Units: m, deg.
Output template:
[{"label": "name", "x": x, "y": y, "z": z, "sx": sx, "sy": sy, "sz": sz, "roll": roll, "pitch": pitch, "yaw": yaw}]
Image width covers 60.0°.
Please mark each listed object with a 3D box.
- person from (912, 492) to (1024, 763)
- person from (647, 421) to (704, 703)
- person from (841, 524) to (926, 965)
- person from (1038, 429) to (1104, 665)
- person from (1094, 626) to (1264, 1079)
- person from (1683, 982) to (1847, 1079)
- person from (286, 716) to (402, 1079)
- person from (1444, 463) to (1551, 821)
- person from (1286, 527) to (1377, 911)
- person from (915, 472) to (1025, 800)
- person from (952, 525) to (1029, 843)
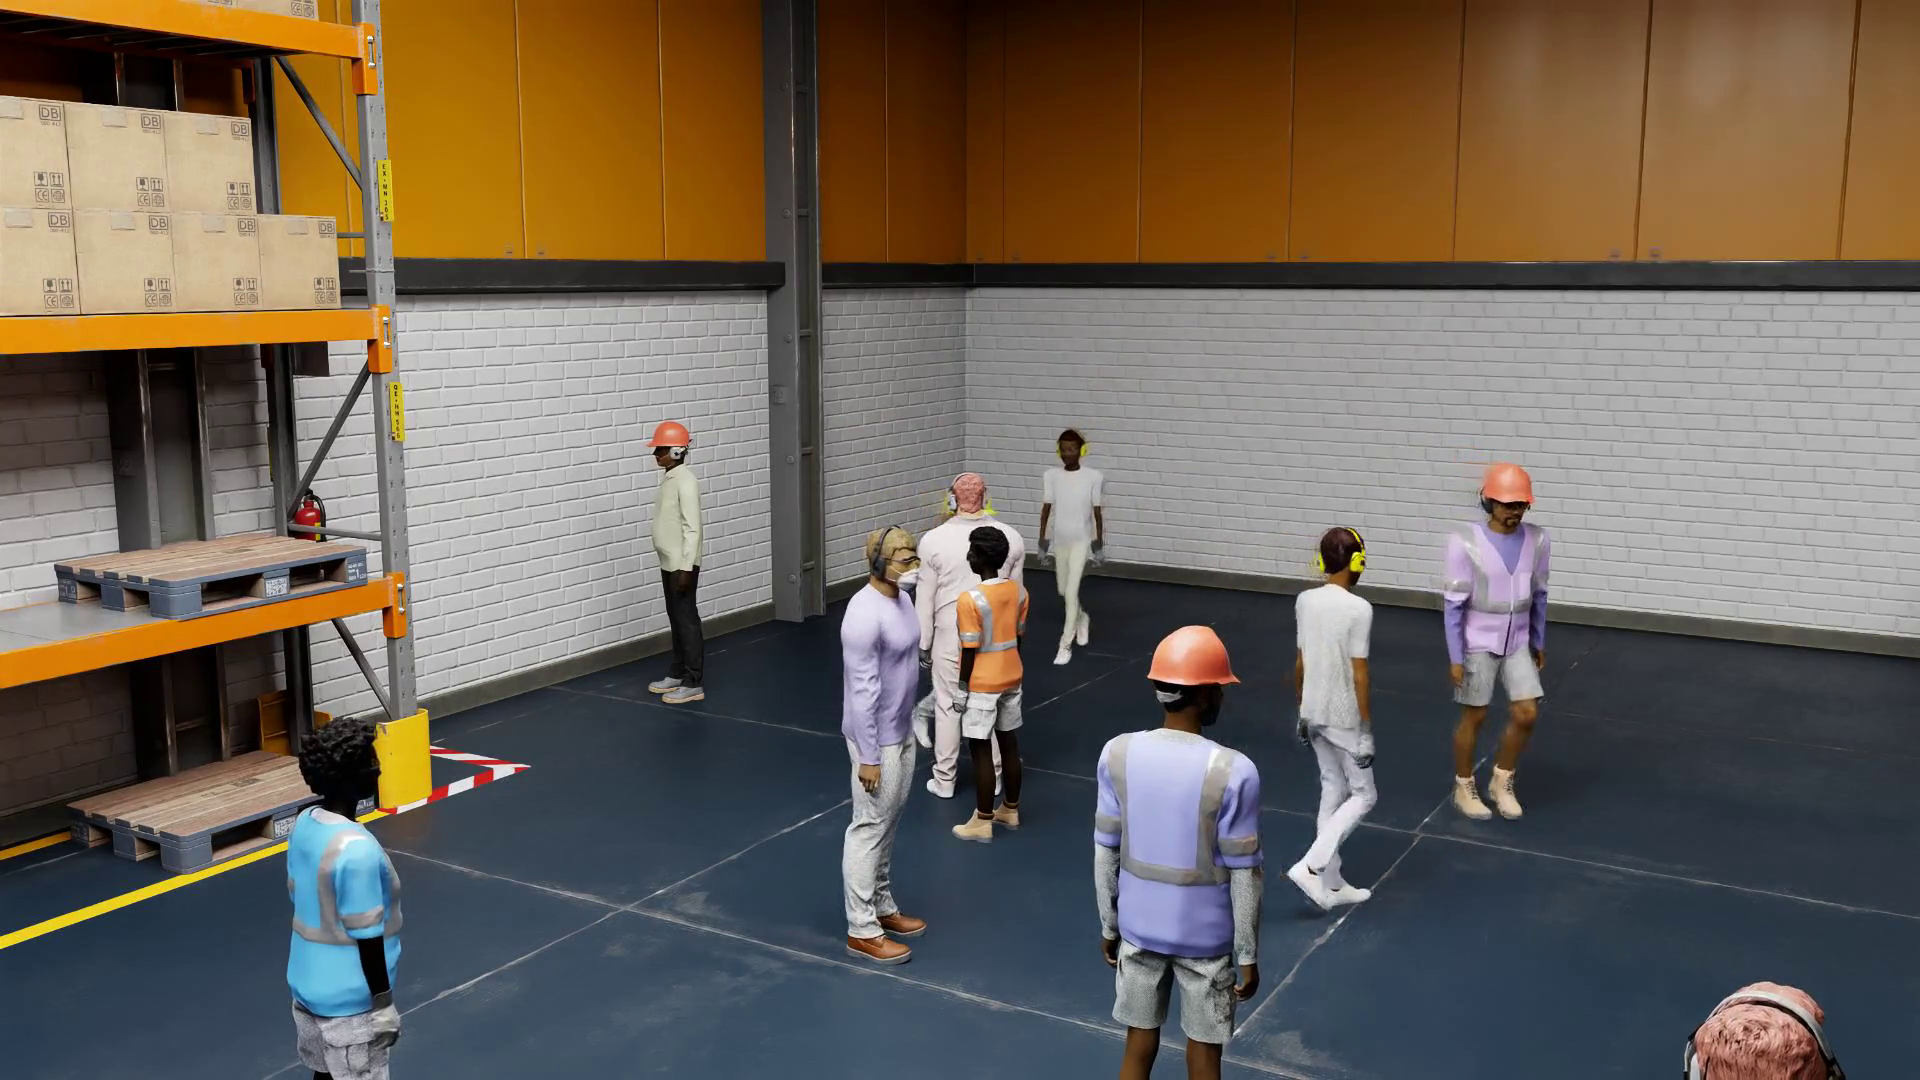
[{"label": "person", "x": 0.016, "y": 0.523, "z": 10.378, "sx": 0.798, "sy": 1.714, "sz": 0.495, "roll": 4, "pitch": 10, "yaw": 23}, {"label": "person", "x": -2.013, "y": 0.152, "z": 11.814, "sx": 0.377, "sy": 1.995, "sz": 0.608, "roll": -4, "pitch": 10, "yaw": -24}, {"label": "person", "x": -0.343, "y": 0.887, "z": 7.404, "sx": 0.351, "sy": 1.936, "sz": 0.634, "roll": 2, "pitch": 9, "yaw": 13}, {"label": "person", "x": 0.898, "y": 0.016, "z": 13.192, "sx": 0.509, "sy": 1.840, "sz": 0.878, "roll": 3, "pitch": 10, "yaw": 21}, {"label": "person", "x": 0.702, "y": 1.227, "z": 5.289, "sx": 0.550, "sy": 1.933, "sz": 0.370, "roll": 5, "pitch": 11, "yaw": 30}, {"label": "person", "x": 1.266, "y": 1.654, "z": 2.764, "sx": 0.636, "sy": 1.900, "sz": 0.402, "roll": 7, "pitch": 11, "yaw": 37}, {"label": "person", "x": -1.873, "y": 1.376, "z": 5.099, "sx": 0.322, "sy": 1.697, "sz": 0.533, "roll": -8, "pitch": 12, "yaw": -39}, {"label": "person", "x": 2.956, "y": 0.572, "z": 9.132, "sx": 0.684, "sy": 2.014, "sz": 0.561, "roll": -2, "pitch": 9, "yaw": -12}, {"label": "person", "x": 1.760, "y": 0.862, "z": 7.869, "sx": 0.458, "sy": 1.840, "sz": 0.577, "roll": -5, "pitch": 10, "yaw": -28}, {"label": "person", "x": 0.047, "y": 0.556, "z": 9.611, "sx": 0.646, "sy": 1.897, "sz": 0.398, "roll": -2, "pitch": 9, "yaw": -15}, {"label": "person", "x": 0.154, "y": 0.765, "z": 8.917, "sx": 0.316, "sy": 1.697, "sz": 0.541, "roll": 7, "pitch": 12, "yaw": 38}]
